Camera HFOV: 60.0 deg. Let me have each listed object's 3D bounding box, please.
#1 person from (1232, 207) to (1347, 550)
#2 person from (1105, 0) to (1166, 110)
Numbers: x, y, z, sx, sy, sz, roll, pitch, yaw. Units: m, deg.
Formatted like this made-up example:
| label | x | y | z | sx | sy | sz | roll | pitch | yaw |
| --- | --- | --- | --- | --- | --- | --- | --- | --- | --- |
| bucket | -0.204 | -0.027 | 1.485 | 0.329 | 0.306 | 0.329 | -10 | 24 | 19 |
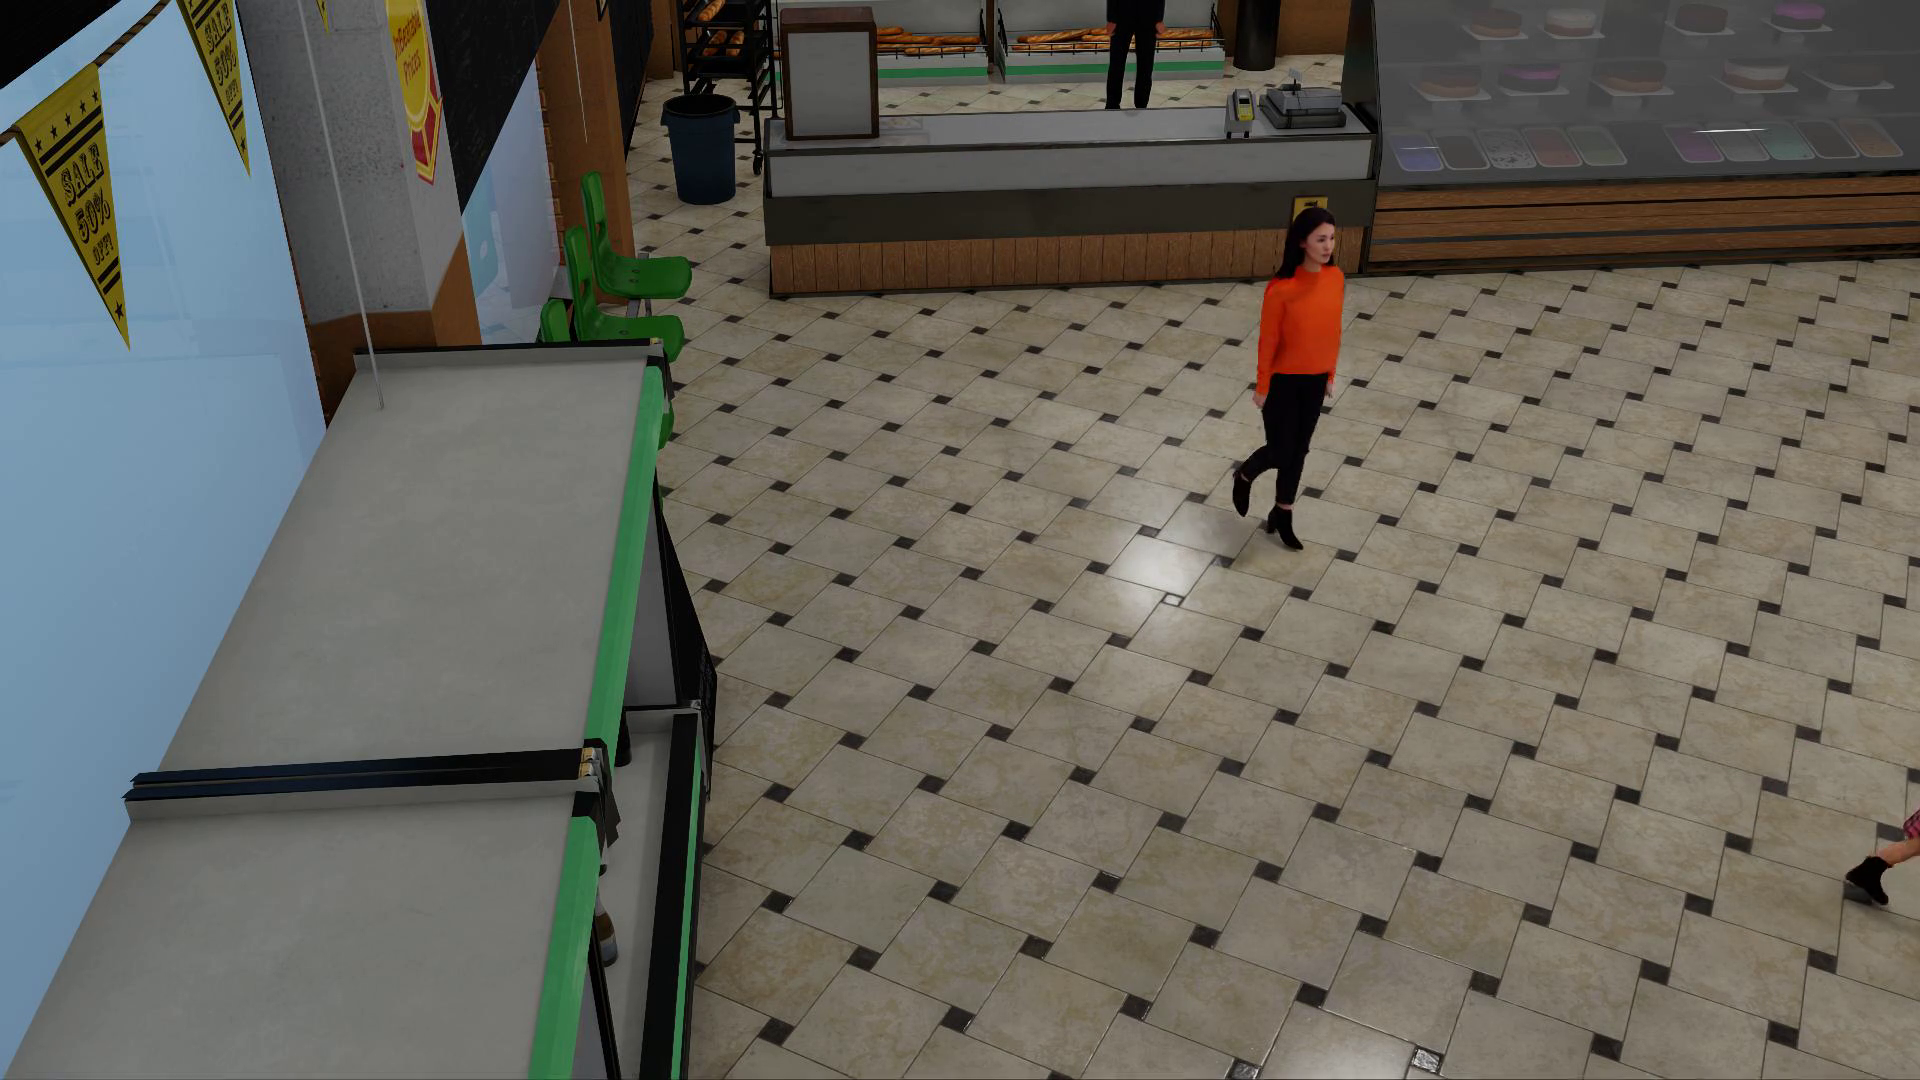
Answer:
| label | x | y | z | sx | sy | sz | roll | pitch | yaw |
| --- | --- | --- | --- | --- | --- | --- | --- | --- | --- |
| person | 1.558 | -0.786 | 8.042 | 0.784 | 1.736 | 0.861 | -17 | 36 | -25 |
| person | 1.424 | -4.245 | 13.476 | 0.622 | 1.868 | 0.565 | -2 | 32 | -3 |
